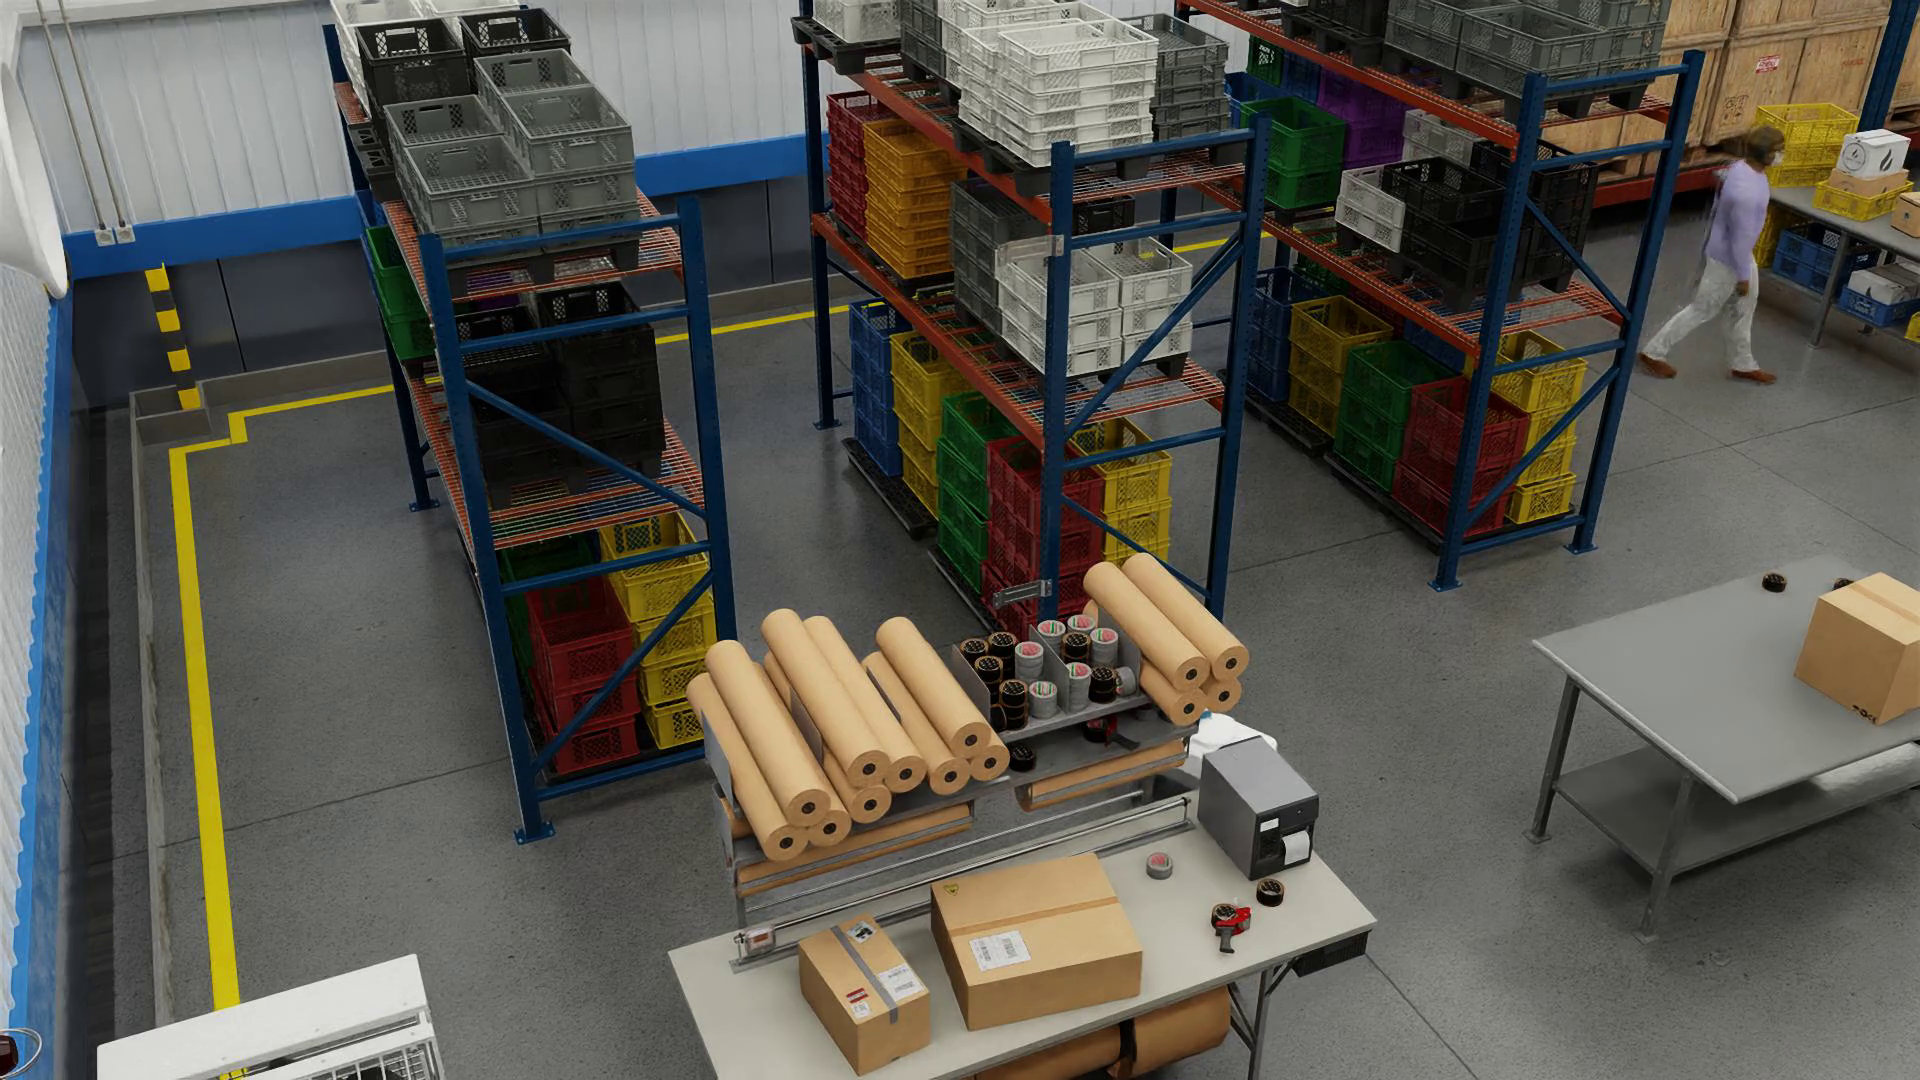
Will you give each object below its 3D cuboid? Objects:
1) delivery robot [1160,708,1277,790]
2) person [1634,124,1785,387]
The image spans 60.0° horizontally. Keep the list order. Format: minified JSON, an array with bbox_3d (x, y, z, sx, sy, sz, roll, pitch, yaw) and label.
[{"bbox_3d":[1.148,0.977,8.002,0.707,0.478,0.477,22,38,32],"label":"delivery robot"},{"bbox_3d":[5.378,-1.979,11.623,0.955,1.903,0.638,15,35,23],"label":"person"}]
